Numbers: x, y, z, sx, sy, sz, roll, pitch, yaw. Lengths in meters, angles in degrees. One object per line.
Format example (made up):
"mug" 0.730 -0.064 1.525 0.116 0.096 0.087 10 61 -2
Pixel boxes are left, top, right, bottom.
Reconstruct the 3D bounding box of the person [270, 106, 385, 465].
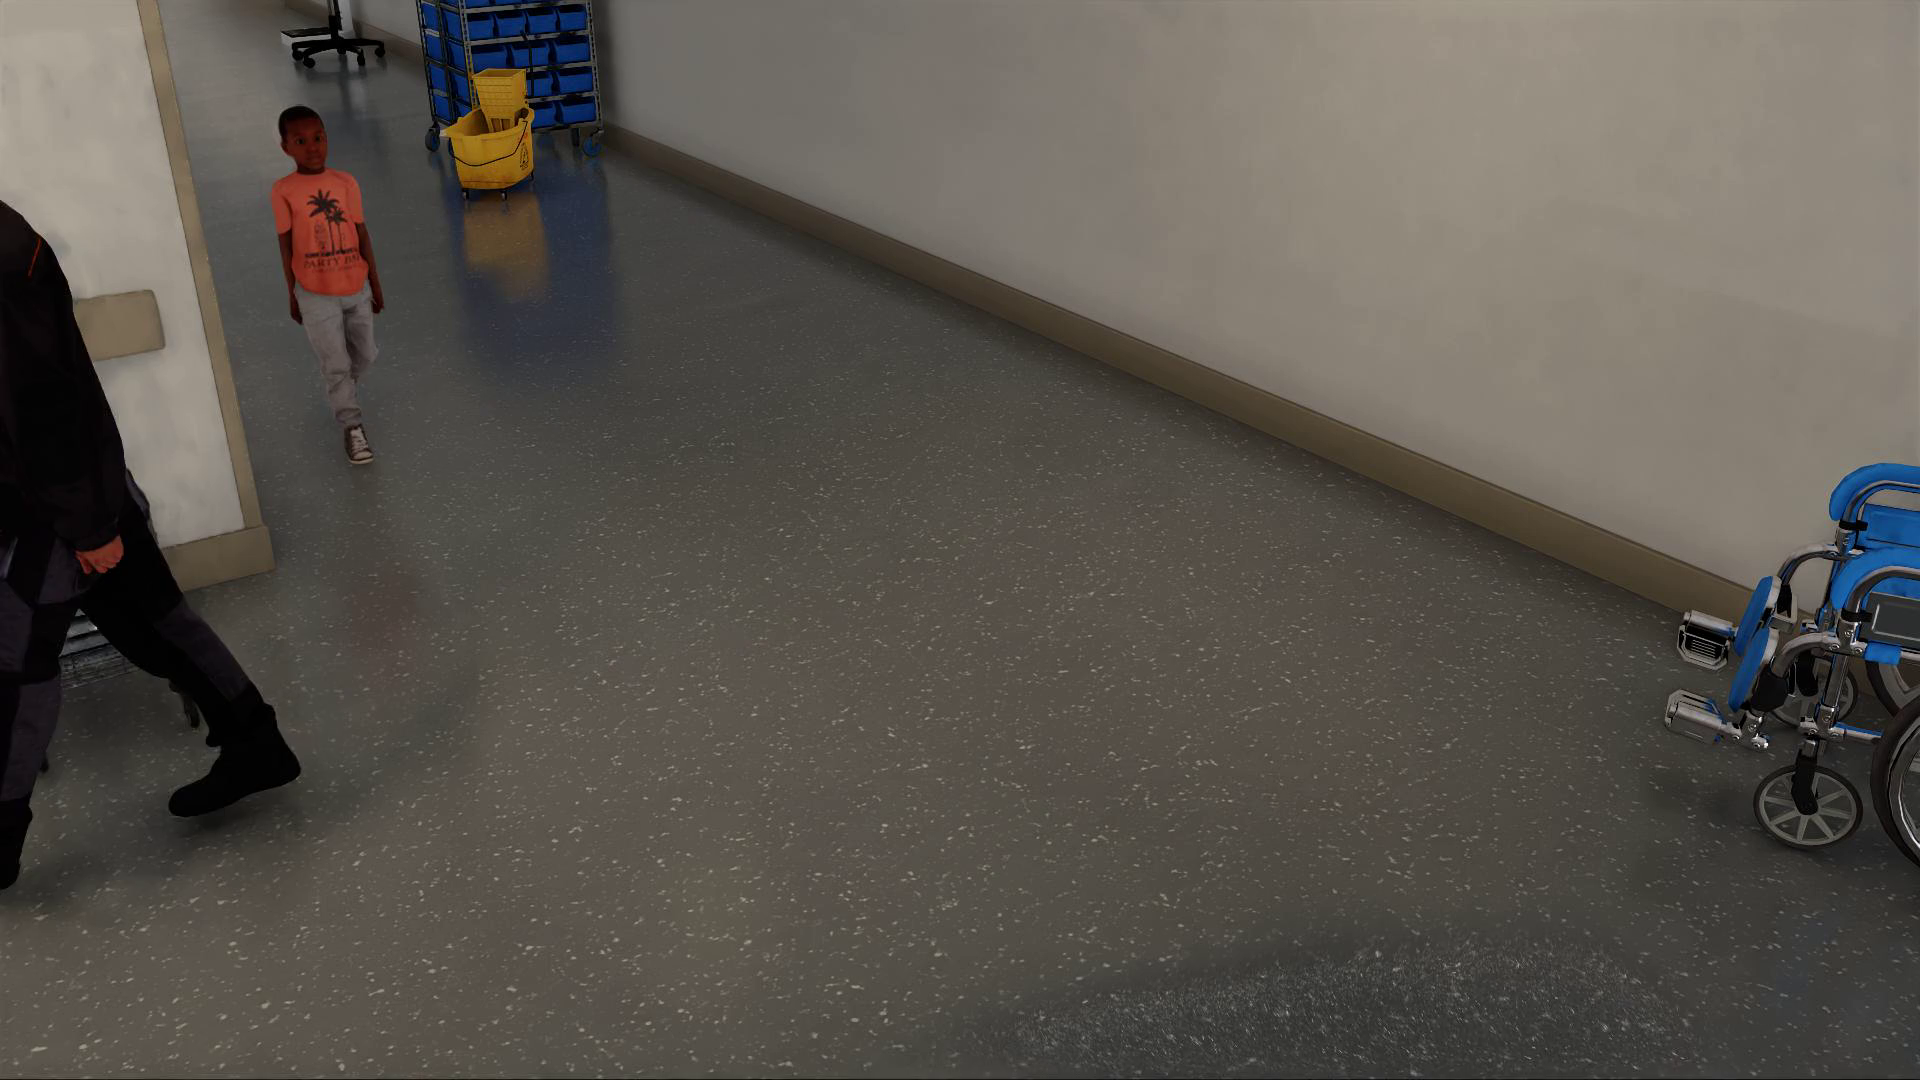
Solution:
"person" -2.378 -0.974 6.267 0.778 1.294 0.583 -14 29 -27

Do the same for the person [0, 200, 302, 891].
"person" -1.982 -0.128 3.816 1.186 1.898 0.728 -15 30 -29
